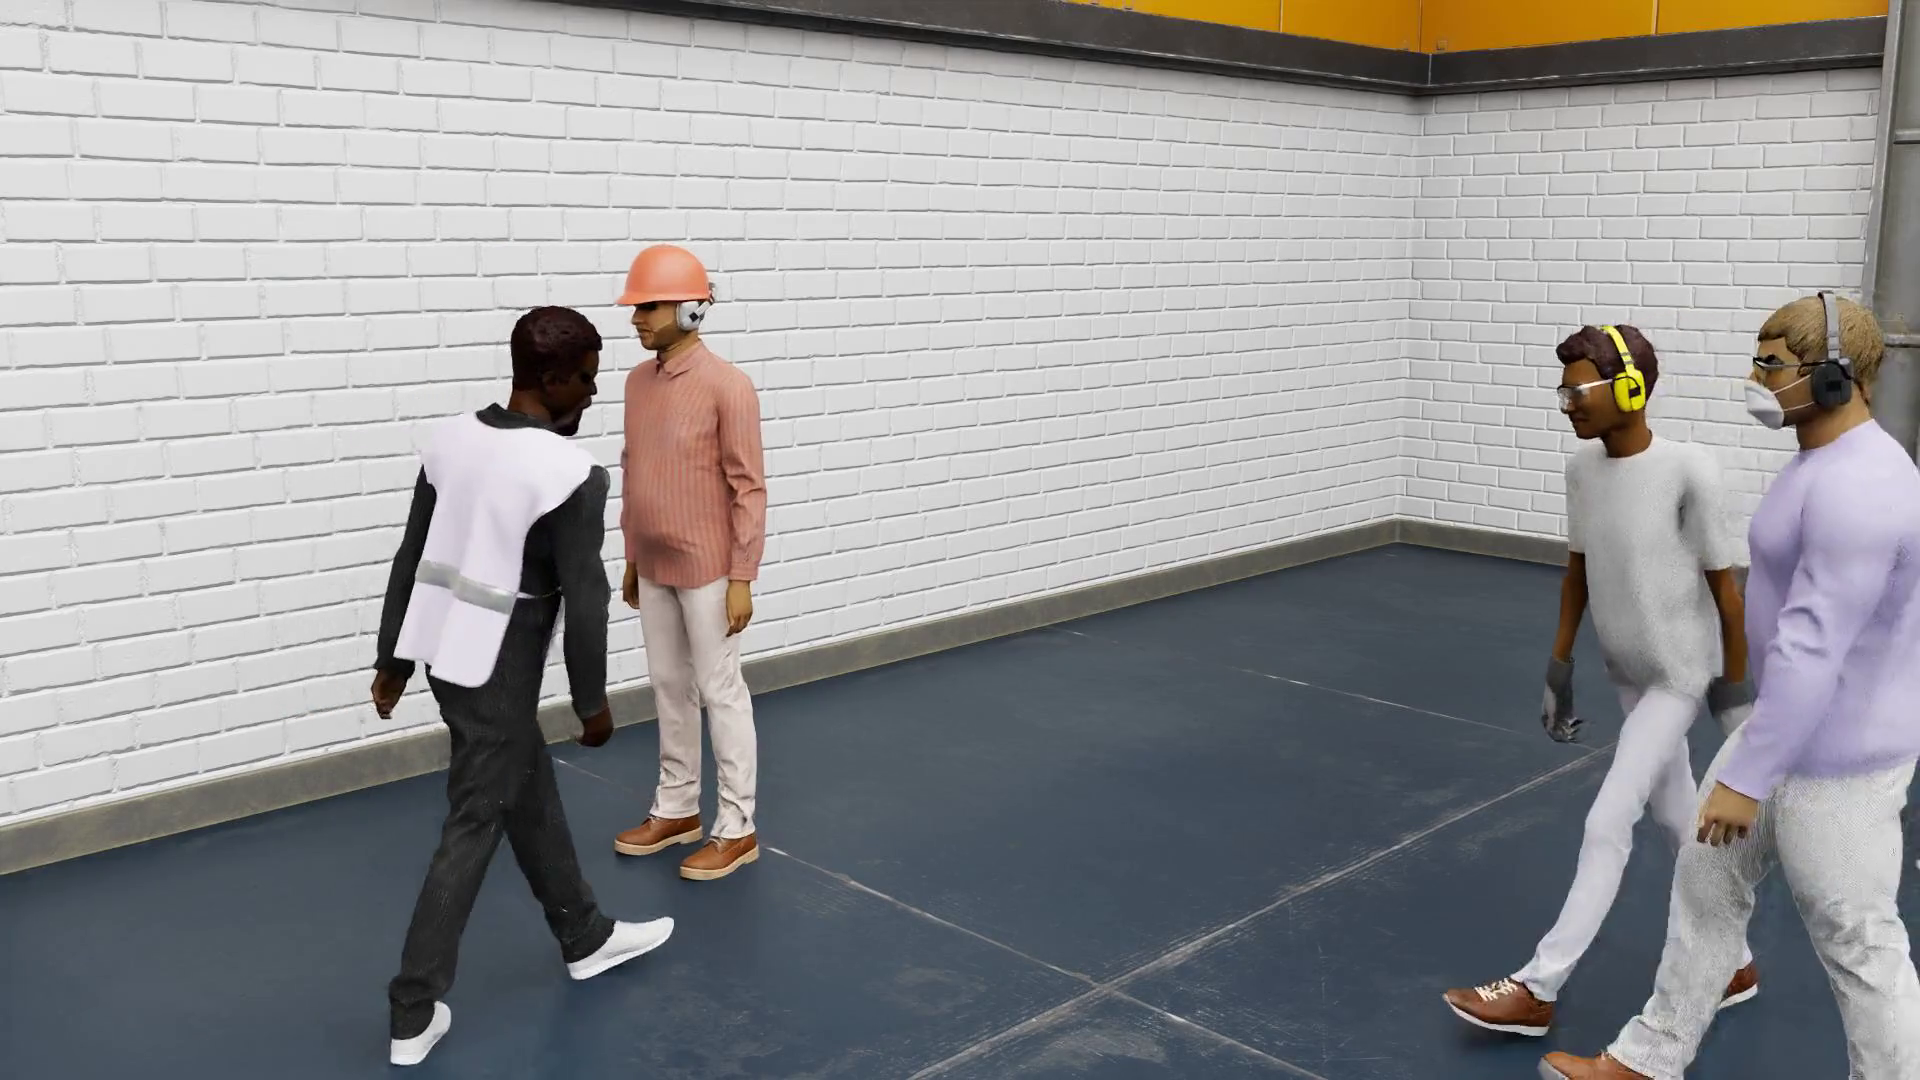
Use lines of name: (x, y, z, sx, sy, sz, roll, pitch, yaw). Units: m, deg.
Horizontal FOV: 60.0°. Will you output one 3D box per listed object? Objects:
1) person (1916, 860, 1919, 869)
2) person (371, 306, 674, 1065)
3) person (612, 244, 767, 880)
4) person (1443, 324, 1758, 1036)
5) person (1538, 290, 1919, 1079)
person: (3.244, 0.207, 5.229, 0.323, 1.742, 0.492, 9, 13, 39)
person: (-1.147, 0.340, 4.224, 0.631, 1.849, 0.854, 10, 14, 42)
person: (-0.877, 0.076, 5.258, 0.623, 1.991, 0.396, 9, 14, 41)
person: (1.673, 0.369, 4.187, 1.001, 1.796, 0.498, -2, 11, -13)
person: (1.667, 0.439, 3.511, 0.900, 1.901, 0.628, 3, 11, 18)
